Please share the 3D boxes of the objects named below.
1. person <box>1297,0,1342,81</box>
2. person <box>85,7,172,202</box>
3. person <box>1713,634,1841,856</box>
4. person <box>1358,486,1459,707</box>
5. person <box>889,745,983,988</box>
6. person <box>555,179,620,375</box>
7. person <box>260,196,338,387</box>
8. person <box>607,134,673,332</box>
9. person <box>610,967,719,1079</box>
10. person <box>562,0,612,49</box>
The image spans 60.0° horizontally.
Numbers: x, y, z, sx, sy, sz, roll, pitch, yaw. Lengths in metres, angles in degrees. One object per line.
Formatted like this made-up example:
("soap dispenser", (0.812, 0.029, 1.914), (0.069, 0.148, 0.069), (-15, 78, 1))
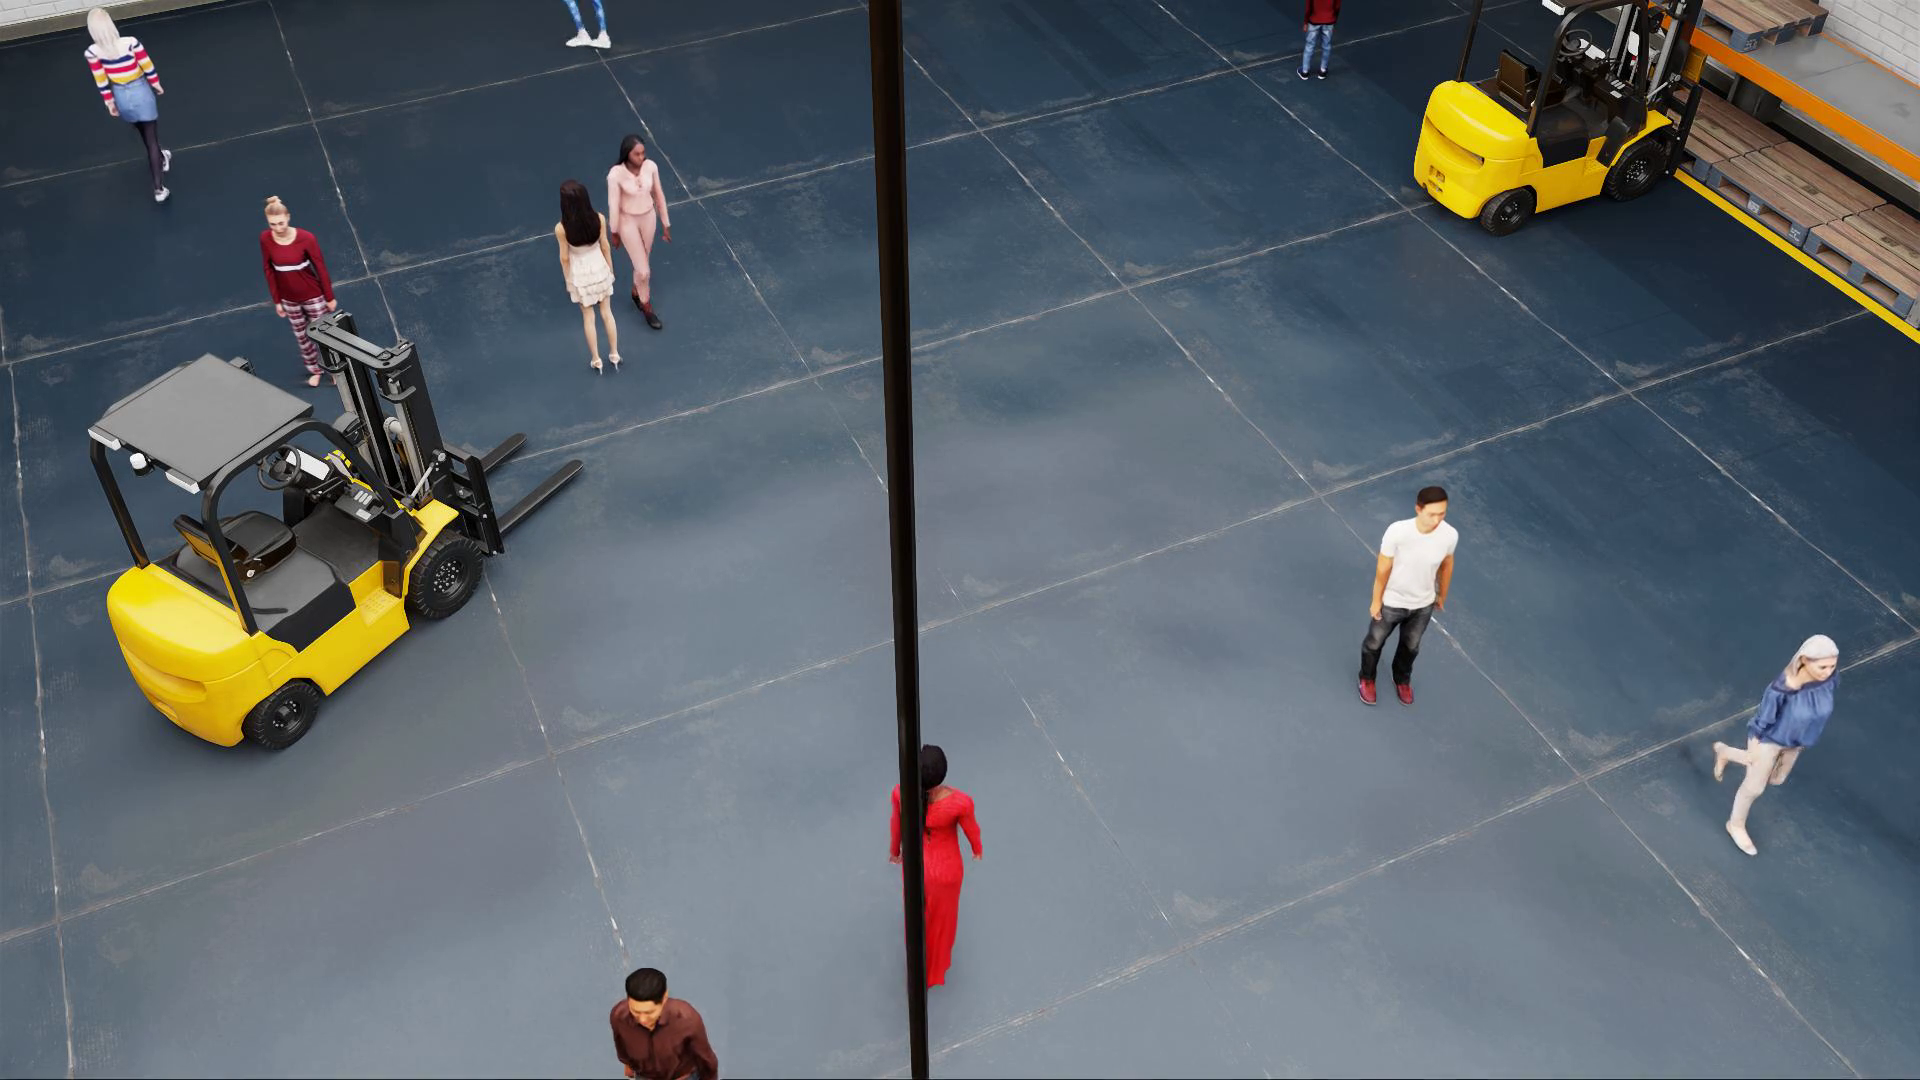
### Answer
("person", (3.685, -5.303, 16.960), (0.576, 1.256, 0.600), (2, 44, 2))
("person", (-7.519, -3.947, 15.167), (0.848, 1.765, 1.212), (-8, 44, -8))
("person", (4.811, 1.132, 9.903), (0.703, 1.682, 0.942), (-11, 45, -11))
("person", (2.839, 0.334, 10.653), (0.722, 1.803, 0.692), (-2, 44, -2))
("person", (-0.186, 1.841, 9.102), (0.972, 1.761, 1.045), (13, 45, 13))
("person", (-2.938, -2.078, 13.227), (0.554, 1.734, 0.523), (-16, 46, -16))
("person", (-5.183, -1.945, 13.112), (0.676, 1.701, 0.629), (-3, 44, -3))
("person", (-2.721, -2.636, 13.841), (0.763, 1.695, 0.900), (-28, 50, -26))
("person", (-1.435, 2.587, 8.334), (0.998, 1.730, 1.217), (1, 44, 1))
("person", (-3.831, -5.941, 17.259), (0.841, 1.775, 0.787), (7, 44, 7))
